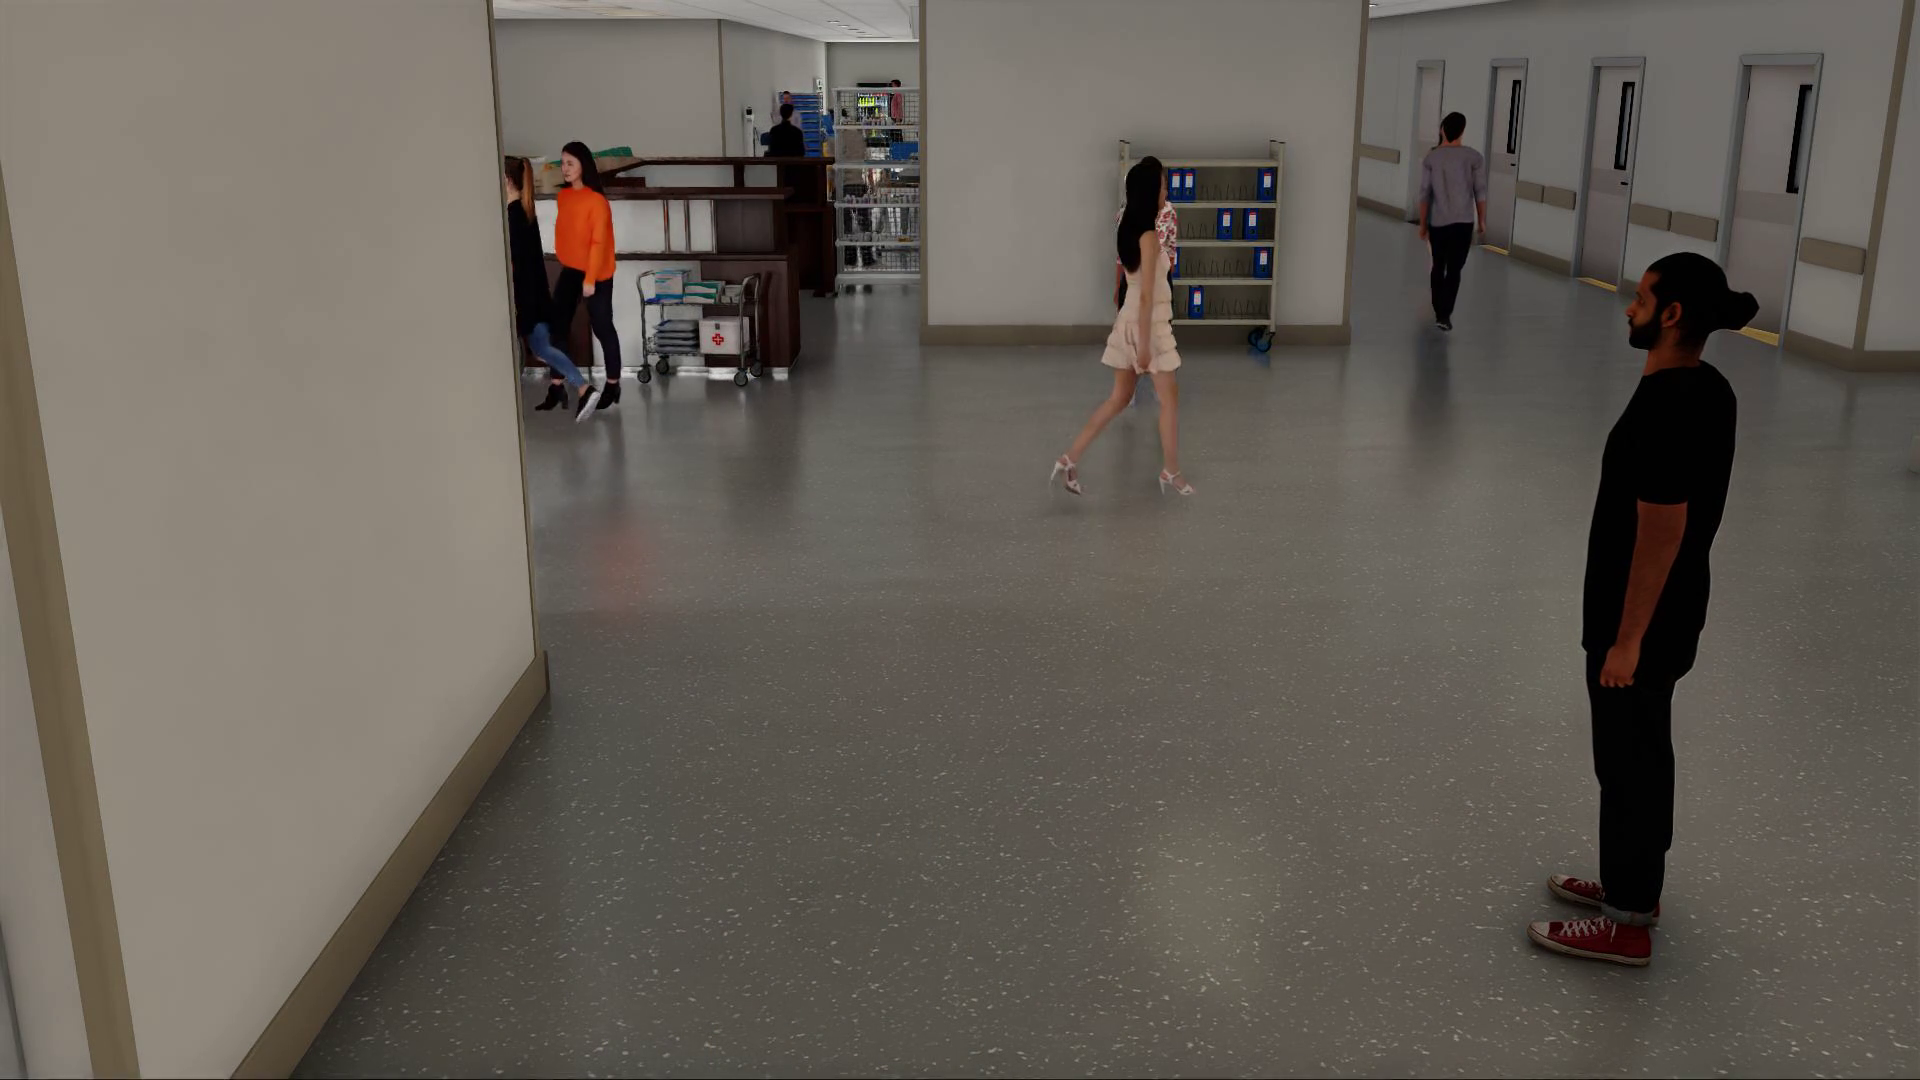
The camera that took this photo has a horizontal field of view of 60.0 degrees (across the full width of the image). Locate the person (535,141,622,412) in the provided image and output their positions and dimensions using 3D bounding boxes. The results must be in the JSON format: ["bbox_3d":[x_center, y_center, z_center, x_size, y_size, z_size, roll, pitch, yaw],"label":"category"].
[{"bbox_3d":[-2.345,-1.690,10.782,0.937,1.724,0.971,12,20,36],"label":"person"}]

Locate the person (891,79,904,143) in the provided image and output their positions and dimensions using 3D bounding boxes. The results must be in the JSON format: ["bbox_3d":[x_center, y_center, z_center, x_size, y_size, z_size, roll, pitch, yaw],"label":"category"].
[{"bbox_3d":[-1.652,-11.157,43.934,0.633,1.957,0.689,-4,16,-15],"label":"person"}]

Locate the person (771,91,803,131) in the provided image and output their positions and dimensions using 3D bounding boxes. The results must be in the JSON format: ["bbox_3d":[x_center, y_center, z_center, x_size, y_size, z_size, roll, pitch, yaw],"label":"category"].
[{"bbox_3d":[-3.014,-6.860,28.991,1.152,1.794,0.908,3,16,11],"label":"person"}]

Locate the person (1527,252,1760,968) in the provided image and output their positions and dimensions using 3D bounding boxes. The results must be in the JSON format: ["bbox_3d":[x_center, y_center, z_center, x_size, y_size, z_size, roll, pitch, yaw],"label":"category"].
[{"bbox_3d":[1.691,0.179,4.090,0.731,1.758,0.721,8,18,27],"label":"person"}]

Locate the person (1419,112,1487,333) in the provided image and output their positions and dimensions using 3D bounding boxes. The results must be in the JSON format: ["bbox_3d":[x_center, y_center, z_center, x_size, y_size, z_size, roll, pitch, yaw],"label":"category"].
[{"bbox_3d":[4.109,-2.625,13.964,1.243,1.798,1.112,8,18,26],"label":"person"}]

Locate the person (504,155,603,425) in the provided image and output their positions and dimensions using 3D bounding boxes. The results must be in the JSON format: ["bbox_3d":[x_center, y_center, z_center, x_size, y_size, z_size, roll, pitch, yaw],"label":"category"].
[{"bbox_3d":[-2.593,-1.470,10.120,1.107,1.660,0.817,4,16,15],"label":"person"}]

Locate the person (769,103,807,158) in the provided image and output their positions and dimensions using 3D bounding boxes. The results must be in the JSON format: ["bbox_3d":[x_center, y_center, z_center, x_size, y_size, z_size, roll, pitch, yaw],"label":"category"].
[{"bbox_3d":[-2.504,-5.360,23.839,0.912,1.702,0.843,3,16,11],"label":"person"}]

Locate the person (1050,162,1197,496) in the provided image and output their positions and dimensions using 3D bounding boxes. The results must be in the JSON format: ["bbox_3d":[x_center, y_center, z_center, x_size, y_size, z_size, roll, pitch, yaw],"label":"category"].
[{"bbox_3d":[0.822,-1.002,8.387,1.080,1.699,0.746,-4,16,-13],"label":"person"}]

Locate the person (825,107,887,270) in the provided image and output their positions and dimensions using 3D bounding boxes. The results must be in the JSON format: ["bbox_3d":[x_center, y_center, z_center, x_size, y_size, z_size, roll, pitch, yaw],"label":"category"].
[{"bbox_3d":[-1.177,-3.882,18.454,0.662,1.781,0.937,-3,16,-10],"label":"person"}]

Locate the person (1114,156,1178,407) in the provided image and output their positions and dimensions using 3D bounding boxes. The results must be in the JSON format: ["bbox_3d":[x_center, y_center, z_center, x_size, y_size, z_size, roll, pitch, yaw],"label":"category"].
[{"bbox_3d":[1.236,-1.715,11.039,0.523,1.634,0.667,-3,16,-12],"label":"person"}]
